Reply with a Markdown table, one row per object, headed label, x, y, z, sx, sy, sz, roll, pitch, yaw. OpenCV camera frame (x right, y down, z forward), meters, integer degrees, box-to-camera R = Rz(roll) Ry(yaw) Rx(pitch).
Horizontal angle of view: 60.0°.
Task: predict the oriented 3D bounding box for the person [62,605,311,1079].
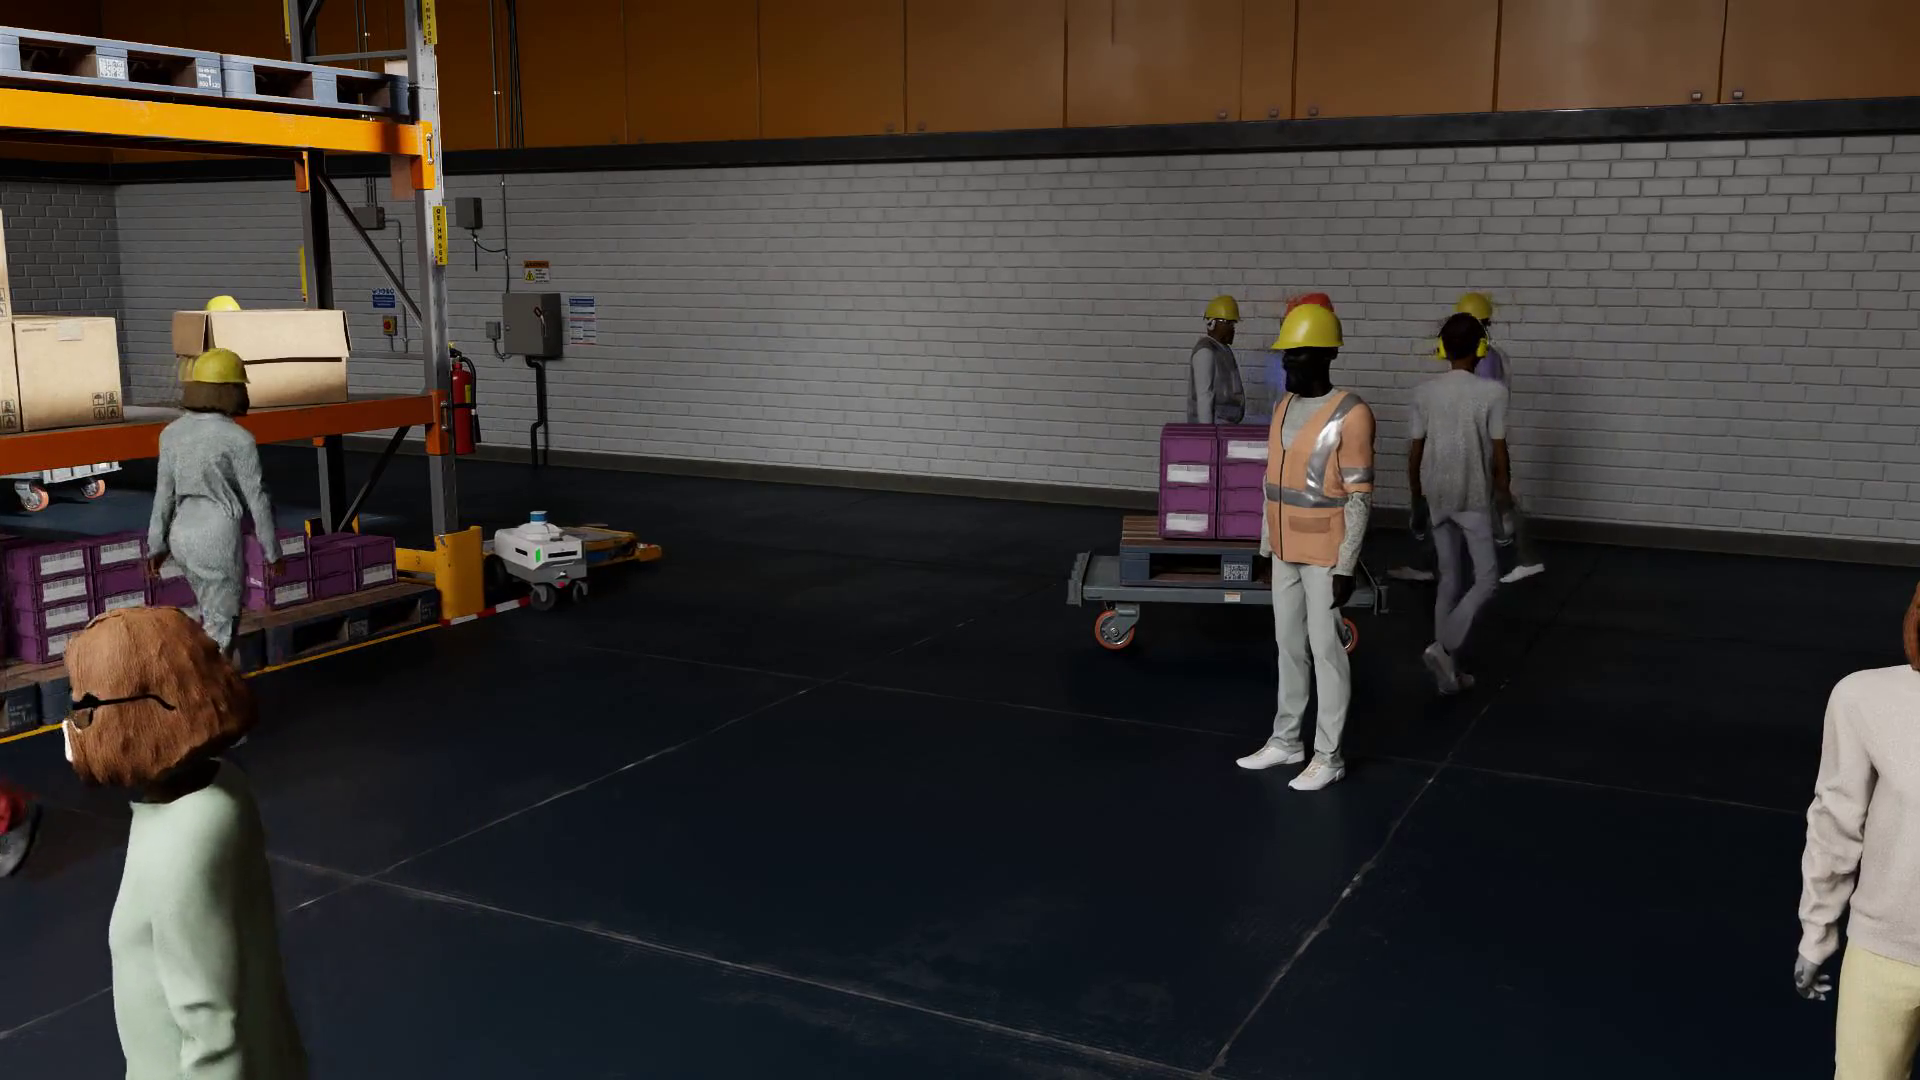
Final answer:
| label | x | y | z | sx | sy | sz | roll | pitch | yaw |
| --- | --- | --- | --- | --- | --- | --- | --- | --- | --- |
| person | -1.229 | 0.899 | 2.524 | 0.667 | 1.609 | 0.521 | -3 | 10 | -18 |

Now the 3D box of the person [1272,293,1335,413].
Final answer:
| label | x | y | z | sx | sy | sz | roll | pitch | yaw |
| --- | --- | --- | --- | --- | --- | --- | --- | --- | --- |
| person | 2.133 | -0.599 | 10.422 | 1.016 | 1.882 | 0.557 | 9 | 13 | 41 |

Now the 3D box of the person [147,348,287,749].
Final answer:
| label | x | y | z | sx | sy | sz | roll | pitch | yaw |
| --- | --- | --- | --- | --- | --- | --- | --- | --- | --- |
| person | -3.194 | 0.039 | 7.177 | 0.553 | 1.715 | 0.620 | 4 | 10 | 20 |

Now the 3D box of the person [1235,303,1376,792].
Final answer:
| label | x | y | z | sx | sy | sz | roll | pitch | yaw |
| --- | --- | --- | --- | --- | --- | --- | --- | --- | --- |
| person | 1.381 | 0.031 | 6.618 | 0.371 | 1.929 | 0.585 | -5 | 11 | -26 |

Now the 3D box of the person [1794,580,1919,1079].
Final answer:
| label | x | y | z | sx | sy | sz | roll | pitch | yaw |
| --- | --- | --- | --- | --- | --- | --- | --- | --- | --- |
| person | 1.814 | 0.792 | 3.062 | 0.507 | 1.632 | 0.281 | 8 | 12 | 38 |

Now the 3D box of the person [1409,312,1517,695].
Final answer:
| label | x | y | z | sx | sy | sz | roll | pitch | yaw |
| --- | --- | --- | --- | --- | --- | --- | --- | --- | --- |
| person | 2.367 | -0.152 | 7.912 | 0.538 | 1.846 | 0.472 | 9 | 13 | 43 |

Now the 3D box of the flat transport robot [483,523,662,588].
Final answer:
| label | x | y | z | sx | sy | sz | roll | pitch | yaw |
| --- | --- | --- | --- | --- | --- | --- | --- | --- | --- |
| flat transport robot | -2.726 | 0.093 | 11.056 | 0.652 | 0.197 | 1.431 | 7 | 12 | 34 |

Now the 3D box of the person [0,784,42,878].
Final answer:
| label | x | y | z | sx | sy | sz | roll | pitch | yaw |
| --- | --- | --- | --- | --- | --- | --- | --- | --- | --- |
| person | -3.373 | 0.339 | 5.359 | 0.527 | 1.752 | 0.478 | 5 | 11 | 29 |

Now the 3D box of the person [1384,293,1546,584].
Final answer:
| label | x | y | z | sx | sy | sz | roll | pitch | yaw |
| --- | --- | --- | --- | --- | --- | --- | --- | --- | --- |
| person | 3.312 | -0.639 | 10.662 | 1.000 | 1.878 | 0.605 | 3 | 10 | 17 |

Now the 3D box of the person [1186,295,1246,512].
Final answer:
| label | x | y | z | sx | sy | sz | roll | pitch | yaw |
| --- | --- | --- | --- | --- | --- | --- | --- | --- | --- |
| person | 1.821 | -0.818 | 11.825 | 0.404 | 1.829 | 0.592 | 4 | 11 | 21 |

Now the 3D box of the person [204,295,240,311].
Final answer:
| label | x | y | z | sx | sy | sz | roll | pitch | yaw |
| --- | --- | --- | --- | --- | --- | --- | --- | --- | --- |
| person | -5.027 | -0.759 | 11.464 | 0.404 | 1.835 | 0.586 | -6 | 12 | -33 |

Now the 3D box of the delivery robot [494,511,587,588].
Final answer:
| label | x | y | z | sx | sy | sz | roll | pitch | yaw |
| --- | --- | --- | --- | --- | --- | --- | --- | --- | --- |
| delivery robot | -2.554 | 0.066 | 10.117 | 0.477 | 0.478 | 0.707 | -7 | 12 | -36 |
